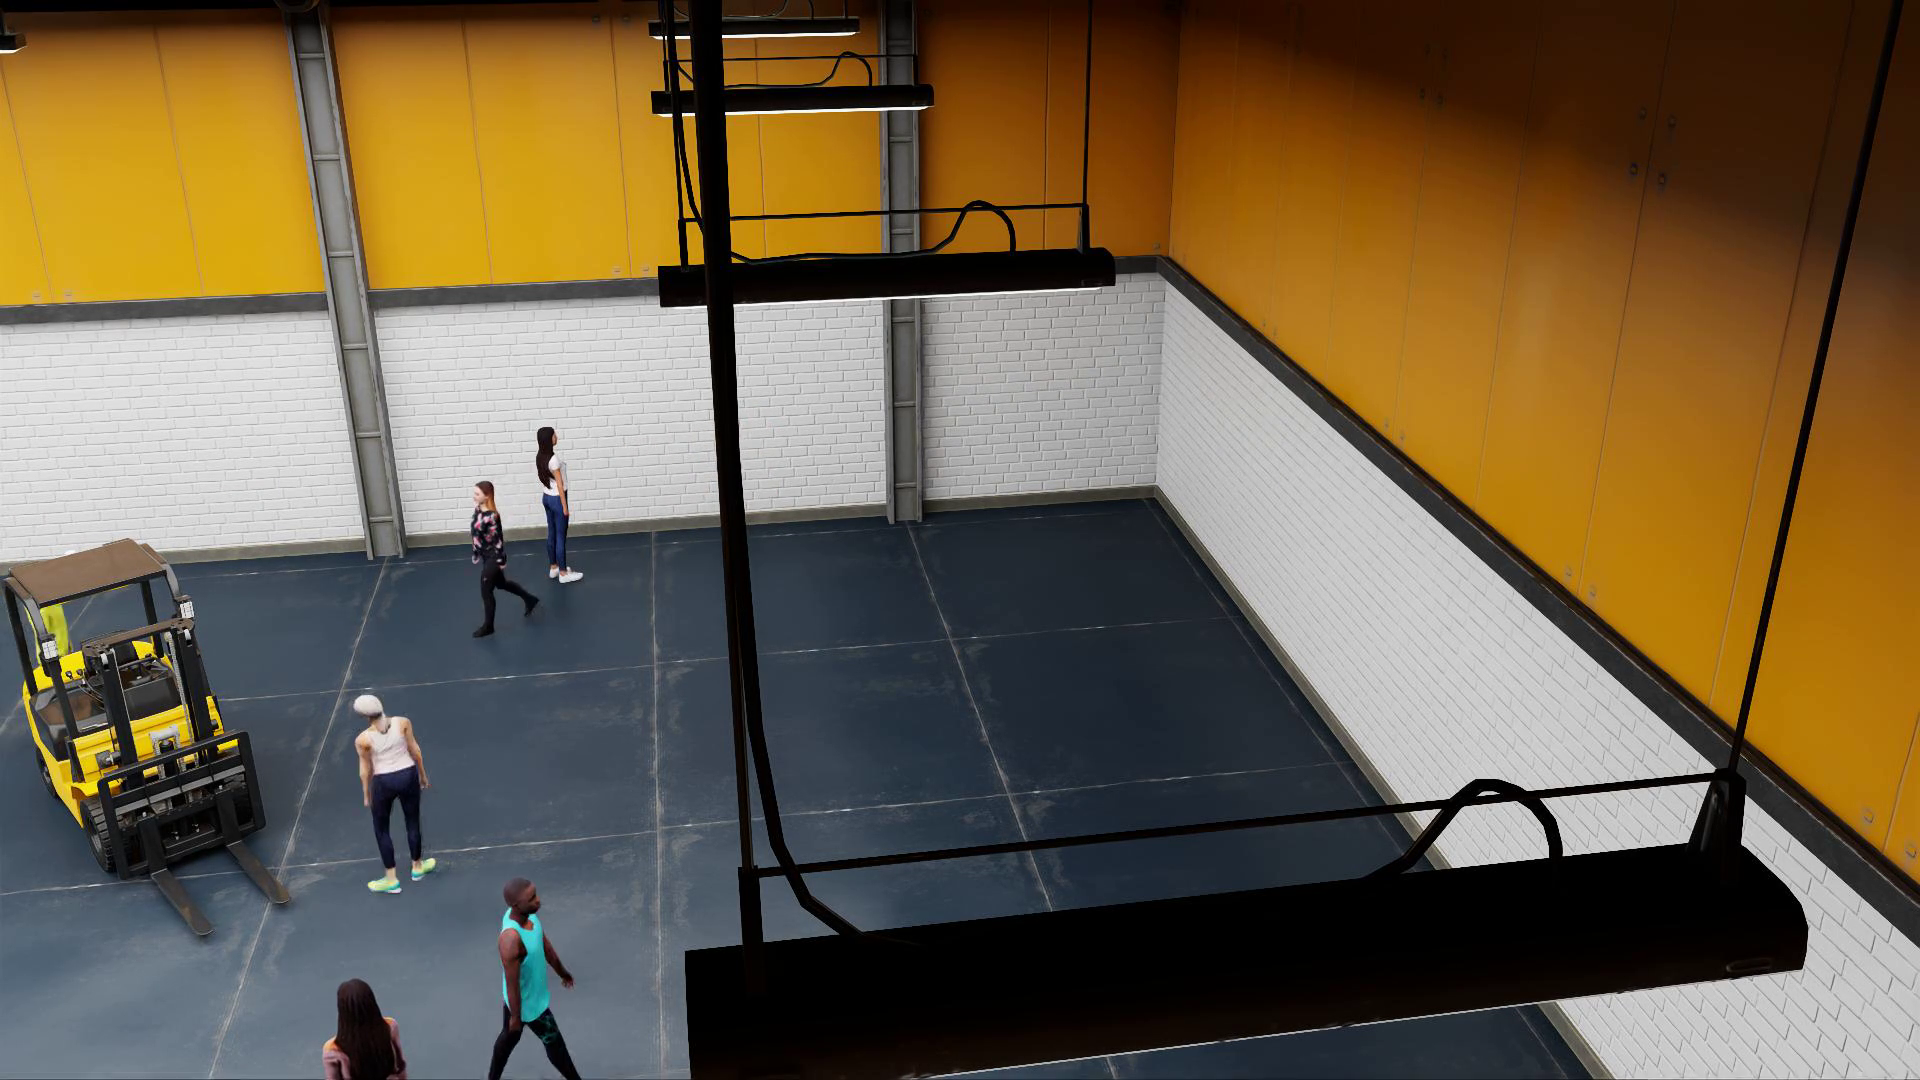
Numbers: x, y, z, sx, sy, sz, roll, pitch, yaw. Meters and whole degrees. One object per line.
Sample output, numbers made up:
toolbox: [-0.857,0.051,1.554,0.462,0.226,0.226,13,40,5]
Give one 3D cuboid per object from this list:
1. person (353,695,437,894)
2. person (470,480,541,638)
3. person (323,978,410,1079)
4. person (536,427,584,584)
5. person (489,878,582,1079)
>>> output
person: [-4.361,1.927,12.959,0.683,1.680,0.874,-6,24,-13]
person: [-4.718,0.156,17.041,1.095,1.657,0.847,-15,28,-31]
person: [-3.380,3.314,9.625,0.634,1.810,0.755,-18,30,-36]
person: [-4.425,-0.396,18.154,0.666,1.775,0.665,-17,29,-34]
person: [-2.846,2.920,10.578,1.114,1.769,0.656,-3,24,-7]
